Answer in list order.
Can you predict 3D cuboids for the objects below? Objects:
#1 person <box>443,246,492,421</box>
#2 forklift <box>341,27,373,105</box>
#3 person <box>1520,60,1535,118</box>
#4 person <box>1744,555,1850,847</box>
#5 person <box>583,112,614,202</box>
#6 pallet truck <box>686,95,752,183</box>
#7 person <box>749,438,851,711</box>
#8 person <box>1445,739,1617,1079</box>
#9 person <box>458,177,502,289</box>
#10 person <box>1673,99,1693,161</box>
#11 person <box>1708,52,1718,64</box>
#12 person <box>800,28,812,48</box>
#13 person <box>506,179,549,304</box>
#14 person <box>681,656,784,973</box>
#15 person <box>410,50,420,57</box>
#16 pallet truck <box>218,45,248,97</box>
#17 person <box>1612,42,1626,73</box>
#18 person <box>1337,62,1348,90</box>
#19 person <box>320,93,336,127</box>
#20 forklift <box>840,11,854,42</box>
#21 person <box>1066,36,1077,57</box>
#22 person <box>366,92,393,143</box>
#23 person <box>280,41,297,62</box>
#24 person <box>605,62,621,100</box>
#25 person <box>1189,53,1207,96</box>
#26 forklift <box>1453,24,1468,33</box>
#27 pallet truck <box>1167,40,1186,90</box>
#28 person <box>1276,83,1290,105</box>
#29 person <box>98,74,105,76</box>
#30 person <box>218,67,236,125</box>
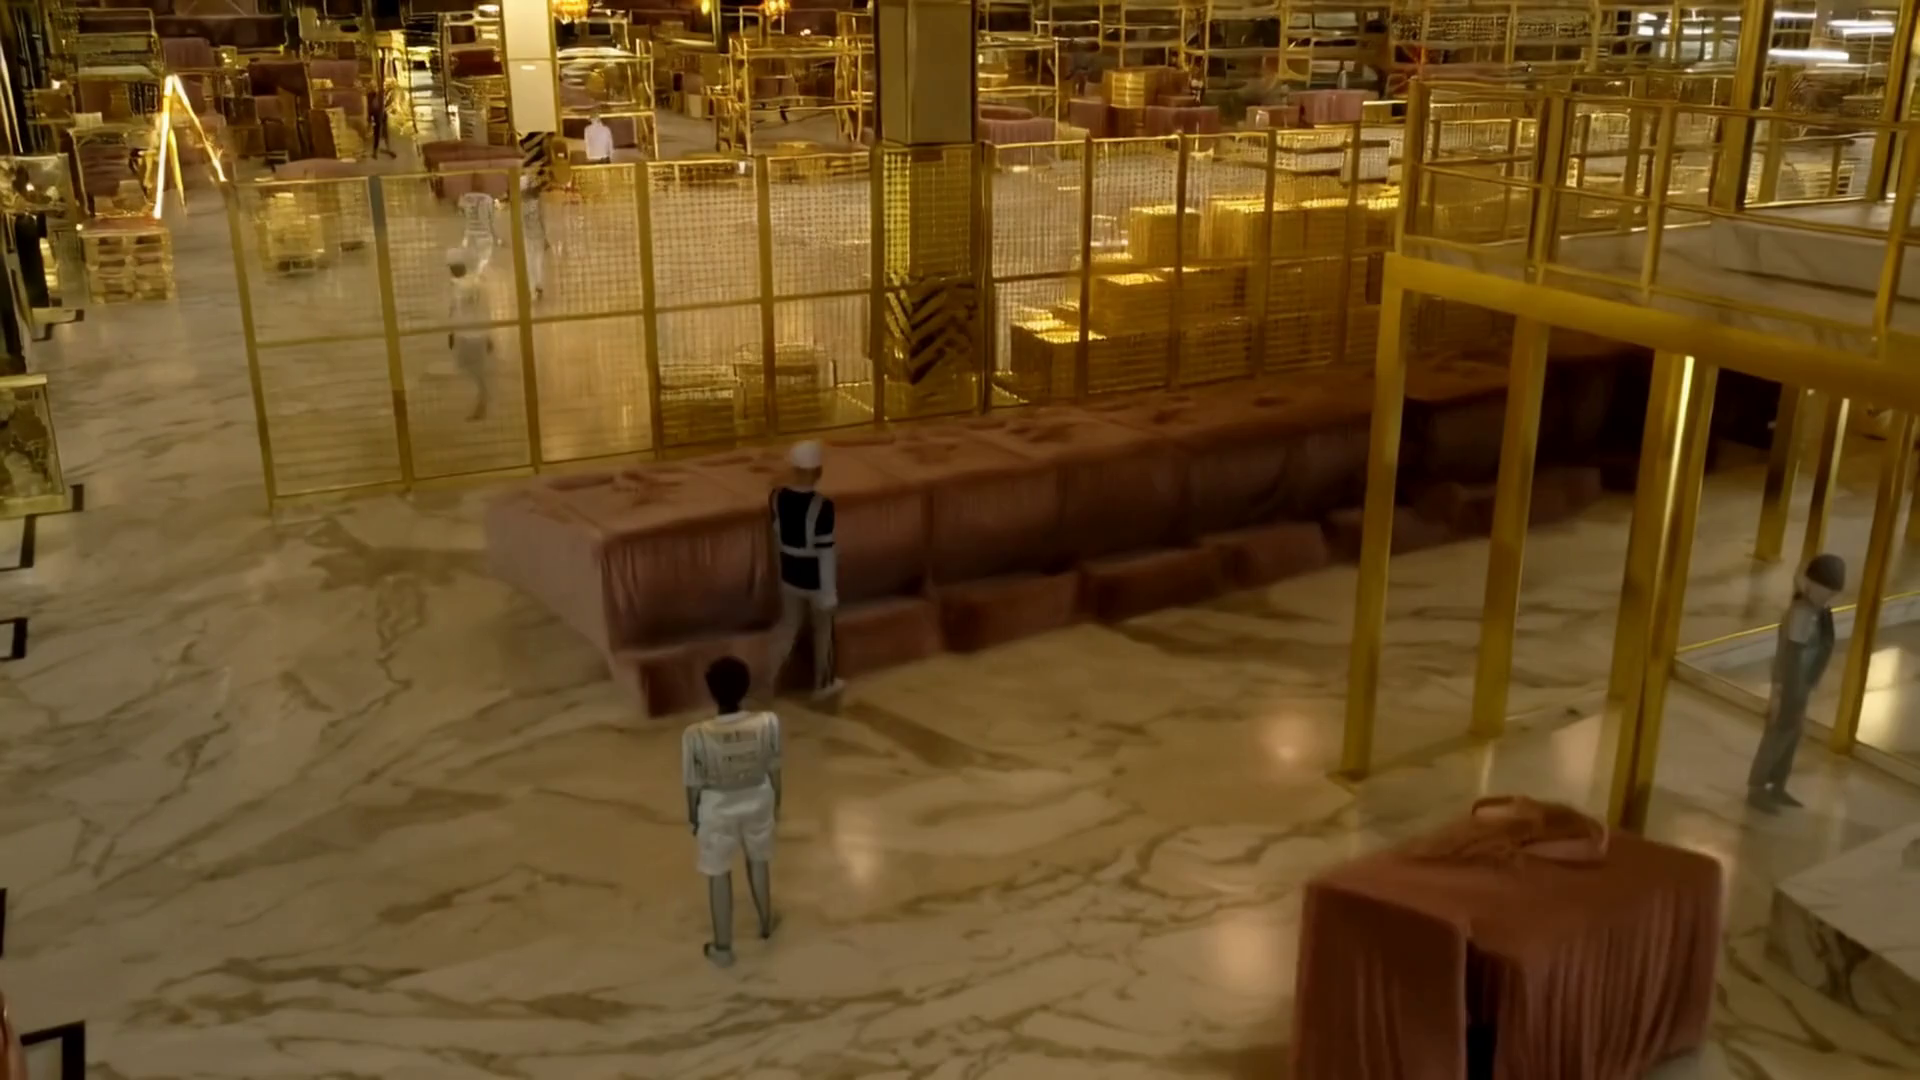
[{"bbox_3d":[-5.588,-2.317,18.743,0.551,1.976,0.657,-17,25,-41],"label":"person"},{"bbox_3d":[-22.275,-17.346,60.954,1.873,2.768,1.129,-9,21,-25],"label":"forklift"},{"bbox_3d":[19.279,-15.290,56.440,0.414,1.917,0.569,0,19,1],"label":"person"},{"bbox_3d":[4.902,0.916,9.712,0.523,1.760,0.328,-16,25,-39],"label":"person"},{"bbox_3d":[-7.943,-8.439,36.599,0.607,1.926,1.105,2,19,4],"label":"person"},{"bbox_3d":[-5.836,-9.608,39.856,0.823,1.965,1.885,10,22,27],"label":"pallet truck"},{"bbox_3d":[-1.114,0.251,11.422,0.547,1.914,0.837,13,23,33],"label":"person"},{"bbox_3d":[2.509,1.698,7.344,0.664,1.817,0.705,7,20,20],"label":"person"},{"bbox_3d":[-7.588,-4.801,26.232,0.620,1.803,0.888,5,20,15],"label":"person"},{"bbox_3d":[17.478,-9.735,40.385,0.653,1.883,1.037,-2,19,-7],"label":"person"},{"bbox_3d":[30.298,-18.863,67.168,0.545,1.670,0.671,-12,22,-31],"label":"person"},{"bbox_3d":[-7.855,-25.134,84.957,0.636,1.938,0.357,-9,21,-25],"label":"person"},{"bbox_3d":[-6.613,-4.609,25.511,0.611,1.898,0.673,-3,19,-10],"label":"person"},{"bbox_3d":[-1.143,1.390,8.430,0.535,1.697,0.318,-9,21,-25],"label":"person"},{"bbox_3d":[-25.300,-22.398,77.068,0.585,1.907,0.728,13,23,33],"label":"person"},{"bbox_3d":[-28.879,-18.665,66.111,0.823,1.965,1.885,-3,19,-9],"label":"pallet truck"},{"bbox_3d":[30.973,-22.748,78.135,0.762,1.874,0.722,-7,20,-21],"label":"person"},{"bbox_3d":[12.908,-15.221,56.336,1.026,1.867,0.613,3,19,8],"label":"person"},{"bbox_3d":[-18.231,-12.374,48.123,0.613,1.834,0.524,12,22,31],"label":"person"},{"bbox_3d":[-5.664,-25.053,83.293,1.873,2.768,1.129,-9,21,-25],"label":"forklift"},{"bbox_3d":[5.079,-22.414,77.179,0.676,1.852,0.976,17,26,41],"label":"person"},{"bbox_3d":[-16.985,-12.436,48.462,0.605,1.715,0.502,7,20,19],"label":"person"},{"bbox_3d":[-28.532,-20.239,70.762,0.630,1.940,0.372,-9,21,-25],"label":"person"},{"bbox_3d":[-12.060,-15.748,57.769,0.446,1.919,0.649,18,26,42],"label":"person"},{"bbox_3d":[8.726,-16.889,61.067,0.623,1.940,0.896,1,19,2],"label":"person"},{"bbox_3d":[18.985,-18.286,63.677,1.873,2.768,1.129,-9,21,-25],"label":"forklift"},{"bbox_3d":[9.045,-19.971,69.895,0.823,1.965,1.885,-3,19,-8],"label":"pallet truck"},{"bbox_3d":[9.545,-12.574,48.934,0.547,1.681,0.368,-2,19,-7],"label":"person"},{"bbox_3d":[-29.148,-15.193,56.652,0.524,1.597,0.856,-14,24,-36],"label":"person"},{"bbox_3d":[-23.867,-14.431,54.078,0.584,1.851,0.955,-3,19,-8],"label":"person"}]
